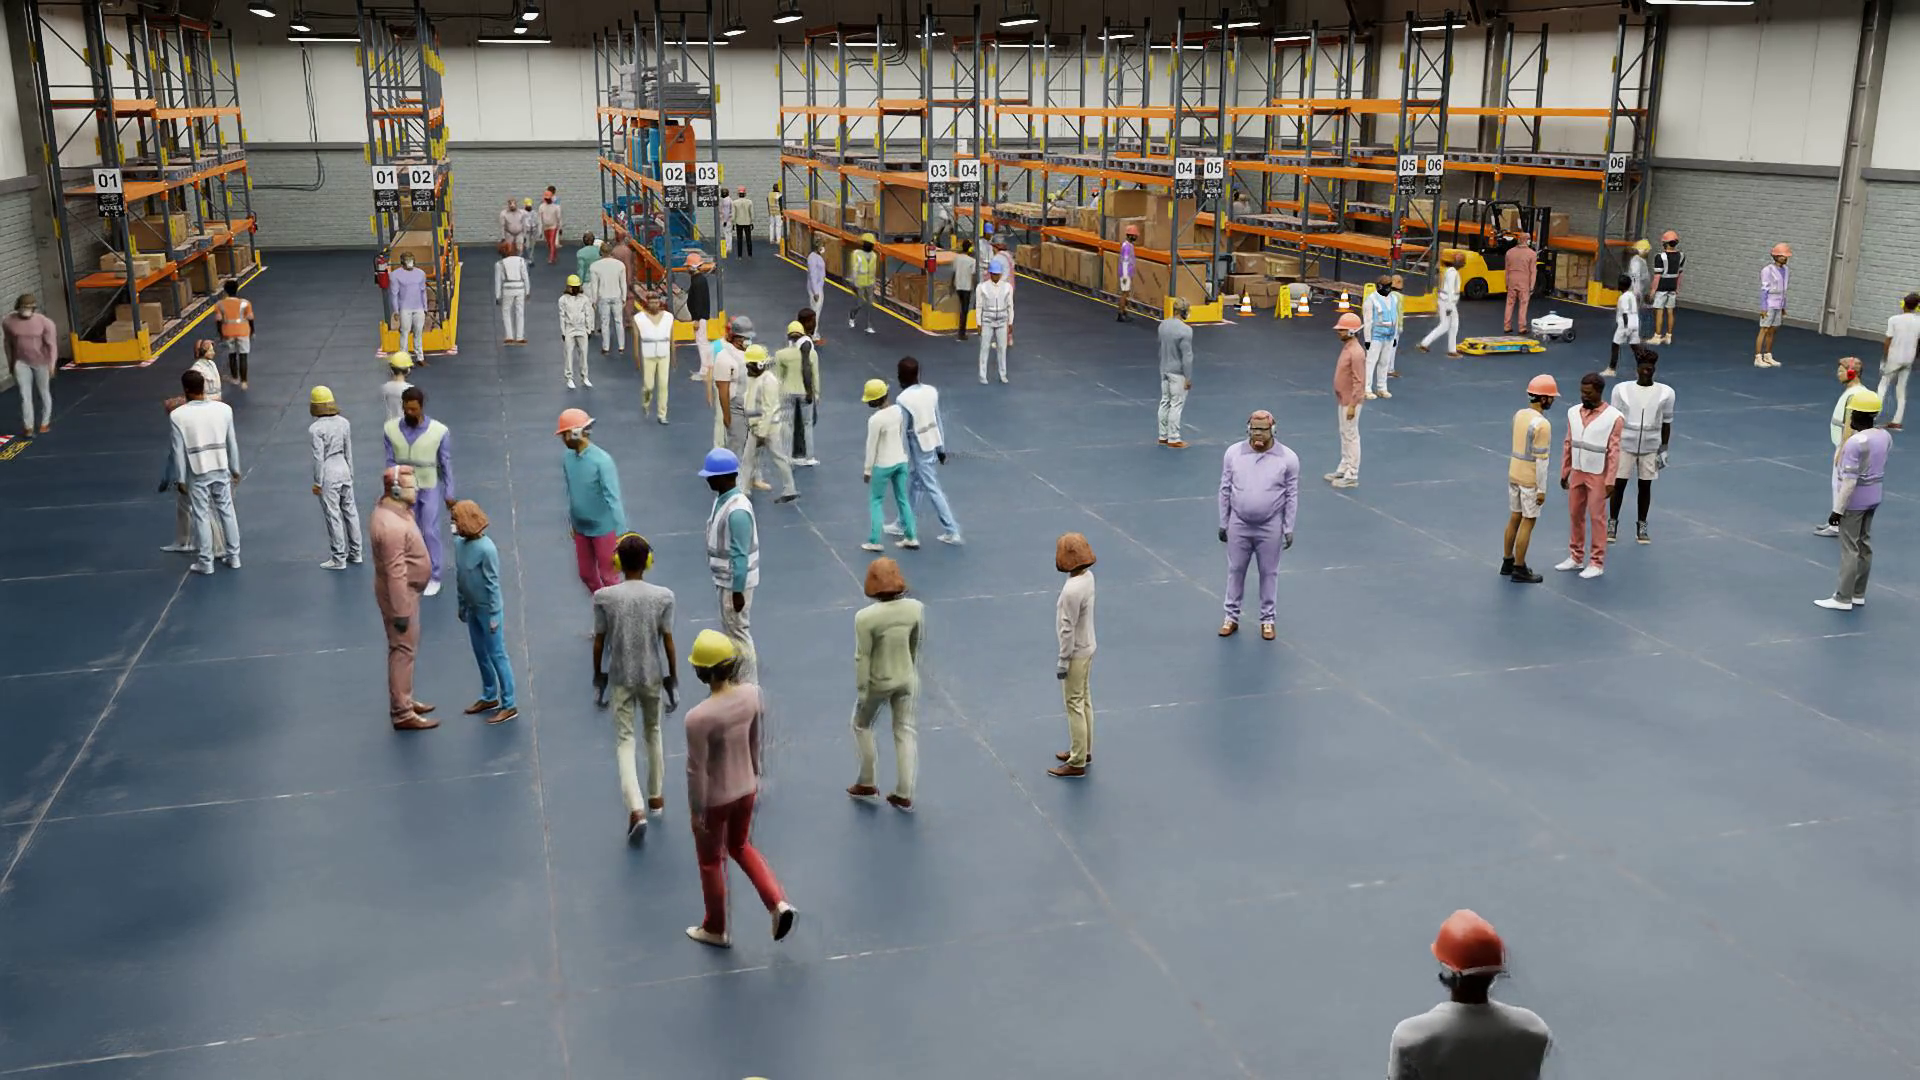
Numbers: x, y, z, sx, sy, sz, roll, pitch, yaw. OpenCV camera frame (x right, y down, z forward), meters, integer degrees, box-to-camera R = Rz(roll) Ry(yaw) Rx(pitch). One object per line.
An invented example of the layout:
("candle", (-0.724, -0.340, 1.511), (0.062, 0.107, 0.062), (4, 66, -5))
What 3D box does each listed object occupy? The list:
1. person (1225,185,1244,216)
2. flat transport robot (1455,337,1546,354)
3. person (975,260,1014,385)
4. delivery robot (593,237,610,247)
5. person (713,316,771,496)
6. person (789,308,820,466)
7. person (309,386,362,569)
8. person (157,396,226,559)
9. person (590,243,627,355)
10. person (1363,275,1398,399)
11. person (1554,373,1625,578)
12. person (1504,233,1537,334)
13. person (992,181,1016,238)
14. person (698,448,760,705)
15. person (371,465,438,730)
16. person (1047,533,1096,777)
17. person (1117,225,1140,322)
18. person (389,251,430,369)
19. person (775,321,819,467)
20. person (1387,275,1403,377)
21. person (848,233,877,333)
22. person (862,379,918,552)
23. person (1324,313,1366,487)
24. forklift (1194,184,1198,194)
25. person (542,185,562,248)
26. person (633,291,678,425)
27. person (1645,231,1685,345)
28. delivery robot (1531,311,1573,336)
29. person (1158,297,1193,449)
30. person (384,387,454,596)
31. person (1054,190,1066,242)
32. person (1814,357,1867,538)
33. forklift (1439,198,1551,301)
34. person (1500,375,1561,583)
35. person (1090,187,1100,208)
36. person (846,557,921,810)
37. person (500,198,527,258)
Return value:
("person", (8.217, -9.649, 49.560), (0.636, 1.876, 0.814), (-7, 16, -23))
("flat transport robot", (9.483, -3.432, 29.244), (1.431, 0.197, 0.652), (-3, 15, -11))
("person", (0.539, -3.373, 25.838), (0.604, 1.938, 0.426), (-3, 15, -12))
("delivery robot", (-10.166, -8.258, 46.680), (0.707, 0.478, 0.477), (9, 17, 32))
("person", (-2.407, -1.511, 18.622), (0.535, 2.000, 0.685), (9, 17, 29))
("person", (-1.921, -1.859, 20.205), (0.394, 1.909, 0.612), (-5, 16, -19))
("person", (-5.952, -0.595, 15.750), (0.316, 1.740, 0.492), (6, 16, 21))
("person", (-7.465, -0.577, 15.924), (0.737, 1.608, 0.516), (-2, 15, -9))
("person", (-6.084, -4.172, 28.843), (0.627, 1.935, 0.371), (-6, 16, -21))
("person", (6.236, -3.002, 24.642), (0.619, 1.836, 0.431), (-9, 17, -30))
("person", (5.874, -0.616, 15.516), (0.400, 1.908, 0.599), (-9, 17, -30))
("person", (10.608, -4.850, 31.471), (0.401, 1.899, 0.631), (-14, 20, -41))
("person", (1.311, -10.535, 53.075), (0.988, 1.792, 0.562), (6, 16, 20))
("person", (-1.668, 0.274, 12.115), (0.418, 1.938, 0.616), (-5, 16, -17))
("person", (-3.906, 0.402, 11.707), (0.398, 1.898, 0.664), (-5, 16, -19))
("person", (0.746, 0.748, 10.921), (0.282, 1.625, 0.494), (5, 16, 17))
("person", (3.360, -5.294, 33.089), (0.405, 1.928, 0.542), (4, 15, 14))
("person", (-9.049, -3.793, 27.404), (0.354, 1.937, 0.635), (14, 20, 42))
("person", (-1.965, -1.760, 20.102), (0.537, 1.761, 0.341), (-1, 15, -3))
("person", (6.915, -3.428, 26.636), (0.280, 1.628, 0.503), (-5, 16, -19))
("person", (-1.853, -4.909, 31.711), (0.600, 1.885, 0.694), (-10, 18, -33))
("person", (-0.694, -0.729, 16.290), (0.494, 1.737, 0.564), (12, 19, 37))
("person", (4.437, -1.602, 19.054), (0.394, 1.994, 0.612), (0, 15, 2))
("forklift", (7.392, -11.333, 53.972), (1.873, 2.768, 1.129), (-4, 15, -15))
("person", (-12.167, -9.660, 49.697), (0.619, 1.836, 0.431), (6, 16, 22))
("person", (-4.171, -2.496, 22.748), (0.570, 1.822, 0.457), (-6, 16, -23))
("person", (12.718, -4.539, 30.012), (0.608, 2.044, 0.377), (-5, 16, -19))
("delivery robot", (10.833, -3.943, 30.441), (0.707, 0.478, 0.477), (-4, 15, -16))
("person", (2.740, -2.109, 21.100), (0.388, 1.929, 0.632), (-8, 17, -27))
("person", (-4.840, -0.473, 14.996), (0.599, 1.894, 0.565), (2, 15, 7))
("person", (2.859, -9.427, 48.996), (0.515, 1.723, 0.560), (-7, 16, -23))
("person", (9.000, -0.936, 16.864), (0.395, 1.831, 0.576), (8, 17, 27))
("forklift", (11.913, -6.508, 37.130), (2.313, 2.155, 1.214), (-4, 15, -15))
("person", (5.254, -0.562, 15.281), (0.385, 1.930, 0.539), (-3, 15, -10))
("person", (4.078, -9.809, 50.397), (0.324, 1.752, 0.560), (-2, 15, -9))
("person", (-0.496, 0.882, 10.425), (0.511, 1.615, 0.586), (-10, 18, -34))
("person", (-11.482, -7.845, 42.772), (0.656, 1.886, 0.738), (-6, 16, -23))
